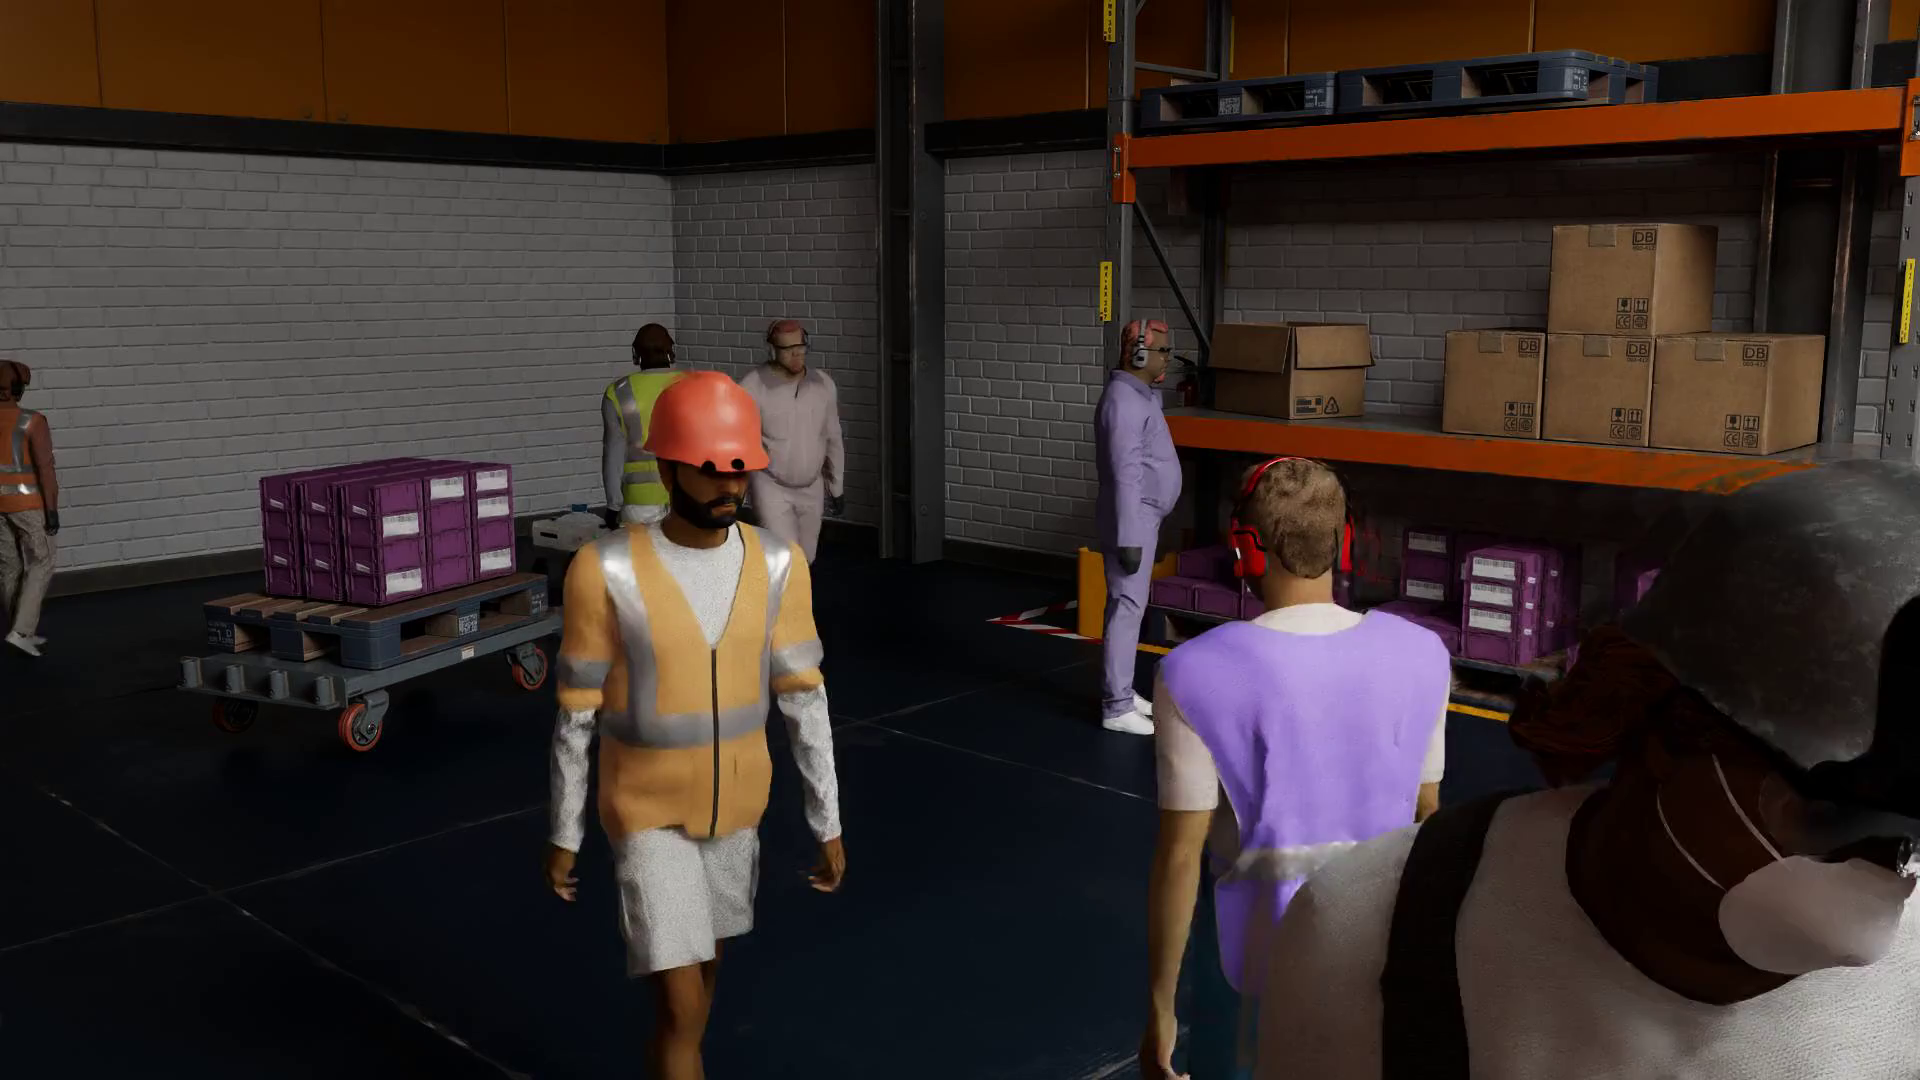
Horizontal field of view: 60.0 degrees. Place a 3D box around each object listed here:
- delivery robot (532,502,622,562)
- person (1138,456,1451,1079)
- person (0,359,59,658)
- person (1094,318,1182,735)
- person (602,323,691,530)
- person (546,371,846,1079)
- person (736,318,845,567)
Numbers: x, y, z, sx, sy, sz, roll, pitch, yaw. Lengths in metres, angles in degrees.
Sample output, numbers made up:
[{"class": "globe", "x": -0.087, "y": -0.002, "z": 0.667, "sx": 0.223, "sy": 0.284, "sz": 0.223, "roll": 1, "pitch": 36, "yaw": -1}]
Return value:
[{"class": "delivery robot", "x": -2.542, "y": -0.011, "z": 11.137, "sx": 0.707, "sy": 0.478, "sz": 0.477, "roll": 8, "pitch": 12, "yaw": 39}, {"class": "person", "x": 0.602, "y": 0.764, "z": 2.910, "sx": 0.608, "sy": 1.805, "sz": 0.919, "roll": -2, "pitch": 10, "yaw": -13}, {"class": "person", "x": -5.183, "y": -0.166, "z": 9.113, "sx": 0.529, "sy": 1.641, "sz": 0.438, "roll": 1, "pitch": 9, "yaw": 9}, {"class": "person", "x": 0.818, "y": -0.065, "z": 7.659, "sx": 0.400, "sy": 1.899, "sz": 0.640, "roll": 1, "pitch": 9, "yaw": 8}, {"class": "person", "x": -1.575, "y": -0.215, "z": 8.765, "sx": 0.619, "sy": 1.837, "sz": 0.430, "roll": -4, "pitch": 10, "yaw": -22}, {"class": "person", "x": -0.536, "y": 0.598, "z": 3.558, "sx": 0.581, "sy": 1.896, "sz": 0.923, "roll": -6, "pitch": 11, "yaw": -34}, {"class": "person", "x": -0.993, "y": -0.299, "z": 9.197, "sx": 0.666, "sy": 1.871, "sz": 0.861, "roll": -6, "pitch": 11, "yaw": -34}]
